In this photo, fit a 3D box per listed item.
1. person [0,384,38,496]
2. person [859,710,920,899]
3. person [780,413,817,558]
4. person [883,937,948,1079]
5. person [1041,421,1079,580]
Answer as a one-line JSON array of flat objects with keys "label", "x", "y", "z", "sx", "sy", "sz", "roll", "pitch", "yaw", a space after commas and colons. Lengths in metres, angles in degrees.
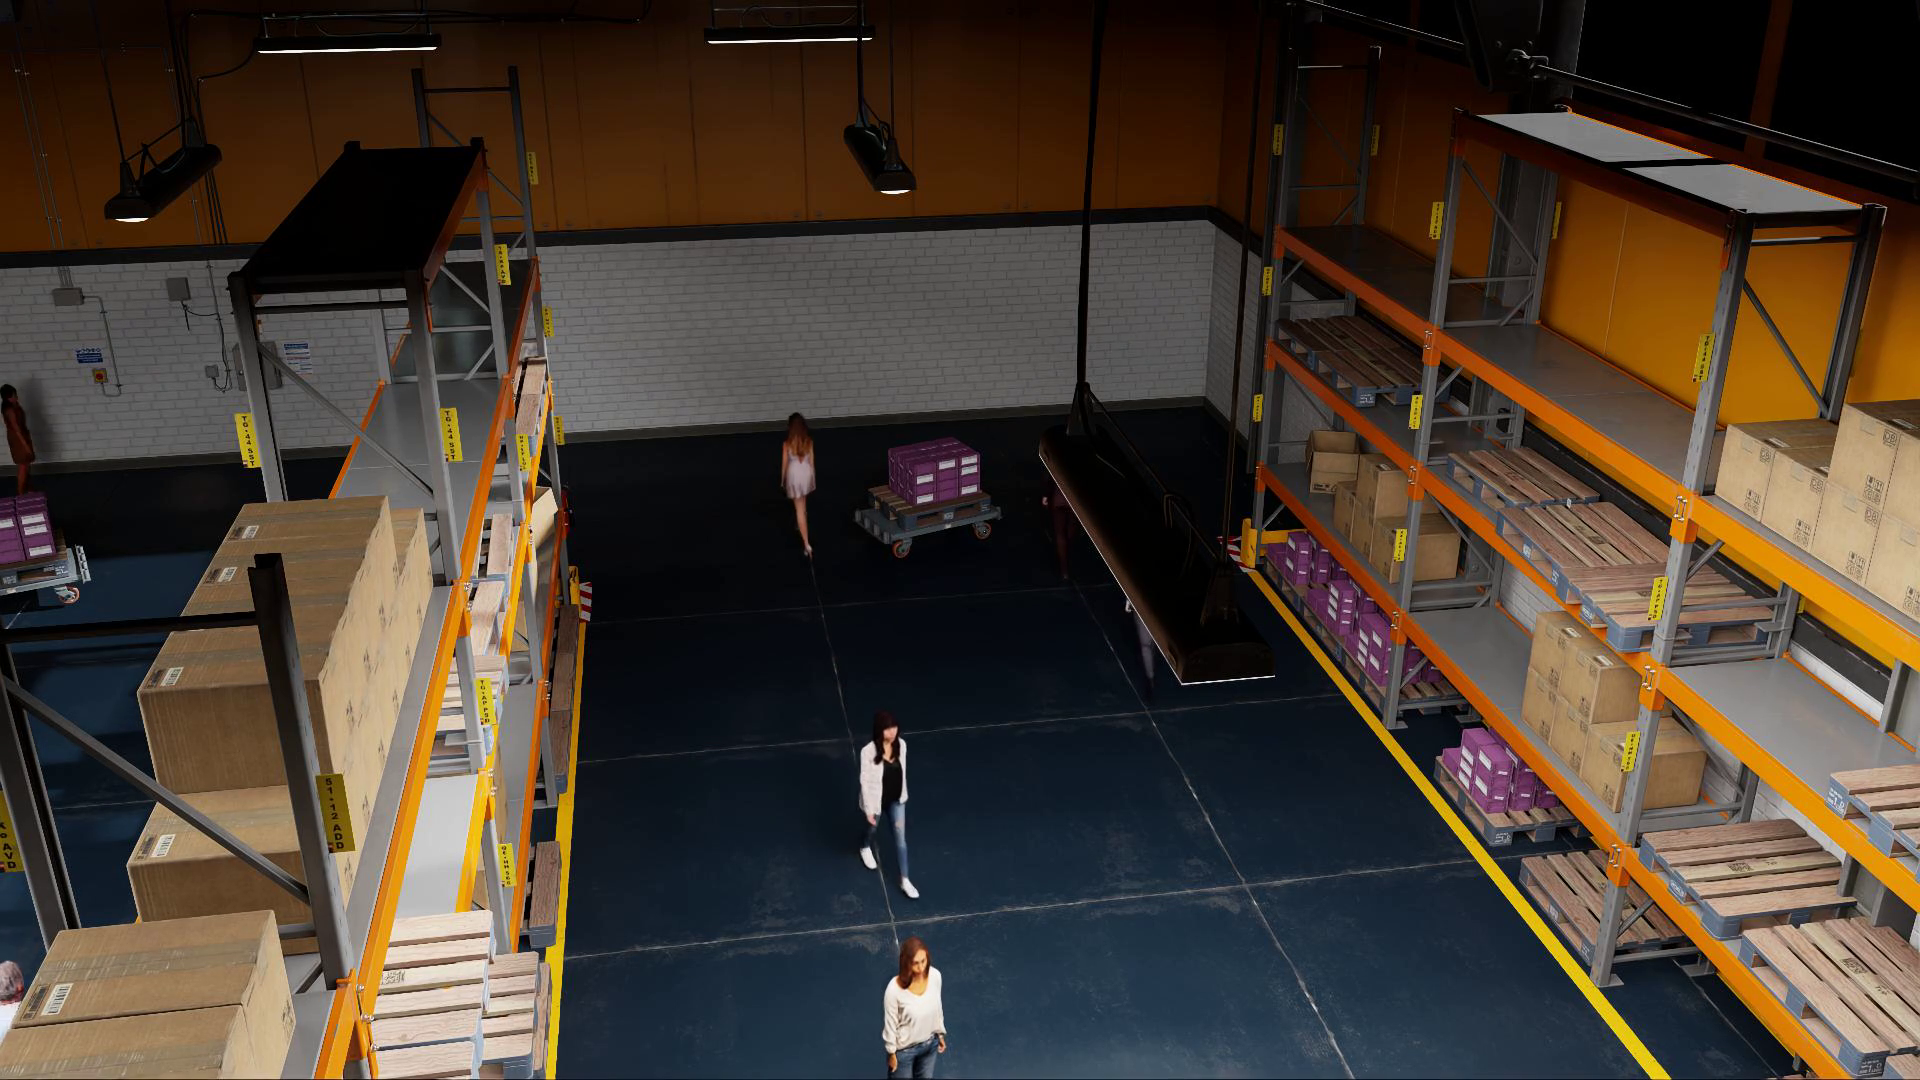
[{"label": "person", "x": -12.158, "y": -1.262, "z": 21.499, "sx": 0.785, "sy": 1.664, "sz": 0.579, "roll": -19, "pitch": 30, "yaw": -37}, {"label": "person", "x": -0.681, "y": 2.126, "z": 13.829, "sx": 0.826, "sy": 1.600, "sz": 1.150, "roll": -12, "pitch": 26, "yaw": -25}, {"label": "person", "x": -1.905, "y": -0.617, "z": 19.960, "sx": 0.675, "sy": 1.714, "sz": 1.169, "roll": -8, "pitch": 25, "yaw": -17}, {"label": "person", "x": -0.309, "y": 3.321, "z": 10.991, "sx": 0.687, "sy": 1.683, "sz": 0.677, "roll": -15, "pitch": 28, "yaw": -30}, {"label": "person", "x": 1.247, "y": -0.425, "z": 19.380, "sx": 0.787, "sy": 1.827, "sz": 1.142, "roll": -1, "pitch": 24, "yaw": -3}]
